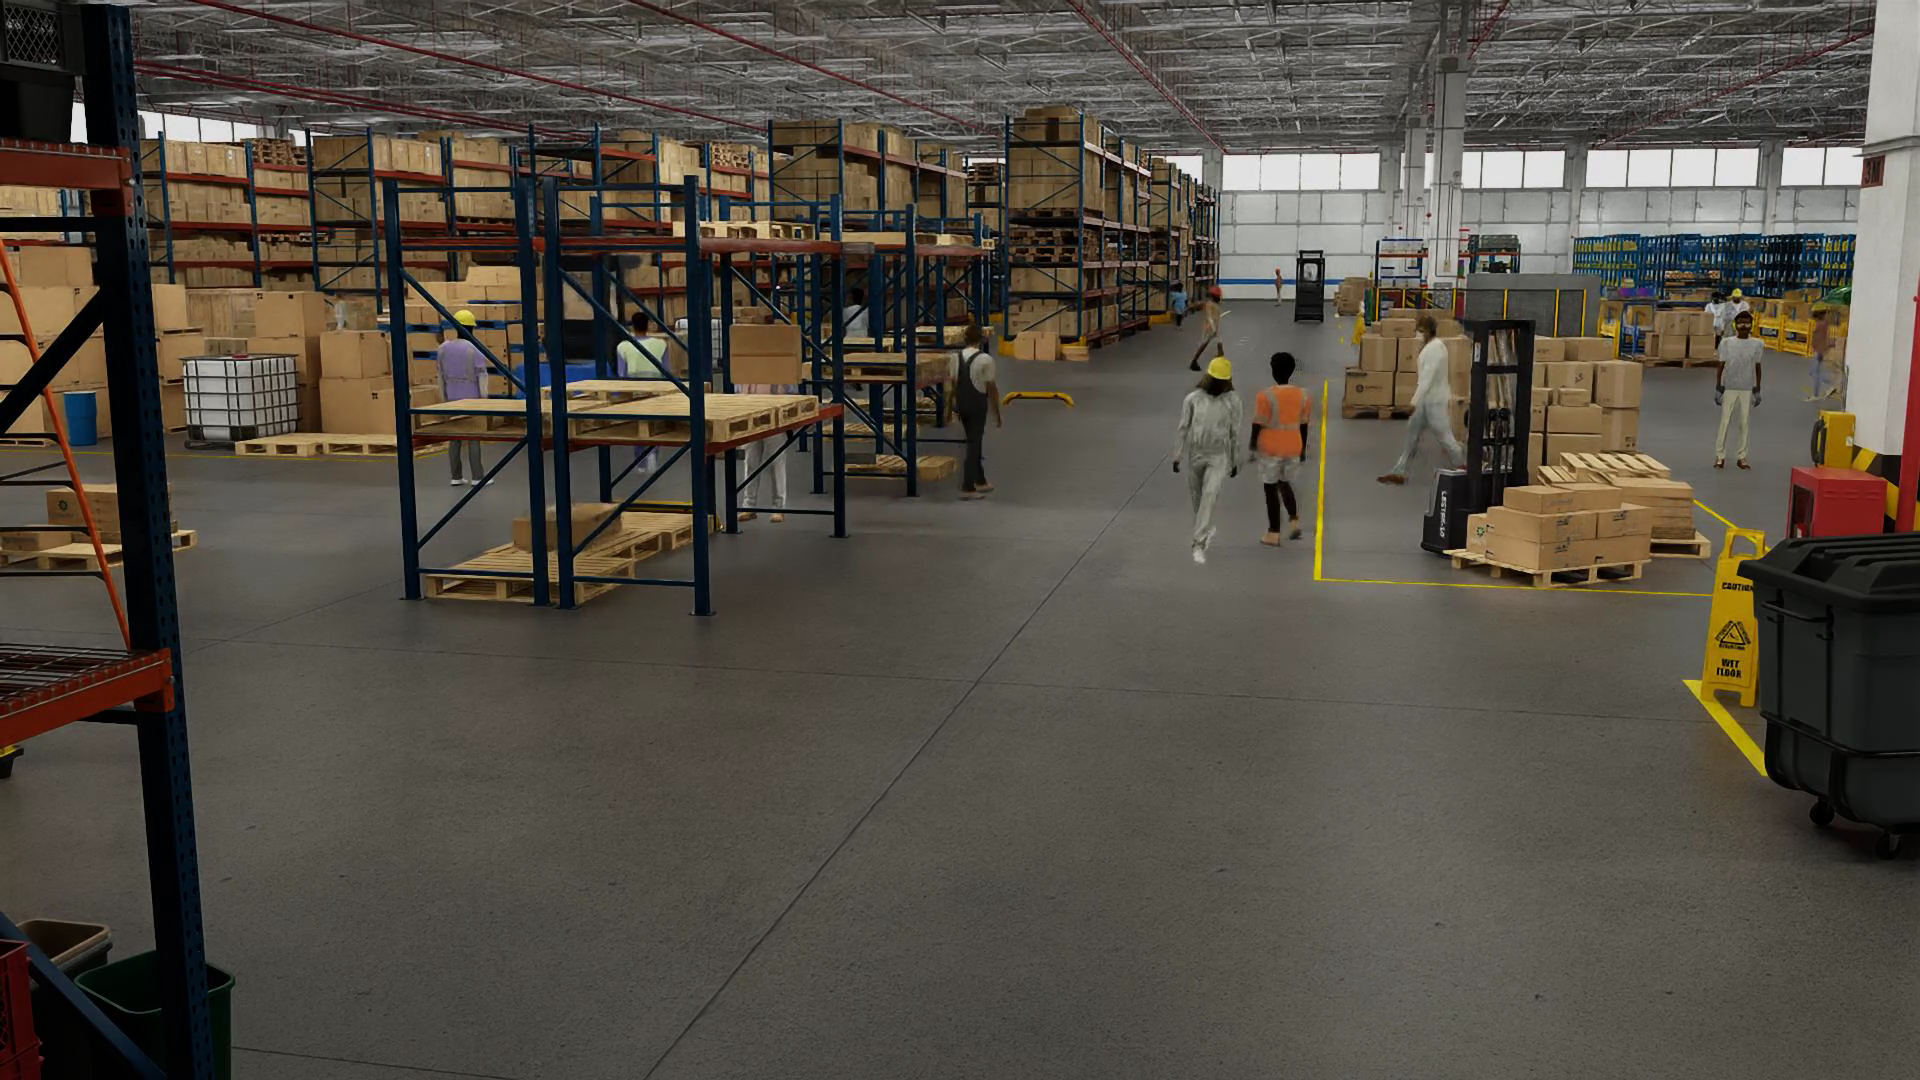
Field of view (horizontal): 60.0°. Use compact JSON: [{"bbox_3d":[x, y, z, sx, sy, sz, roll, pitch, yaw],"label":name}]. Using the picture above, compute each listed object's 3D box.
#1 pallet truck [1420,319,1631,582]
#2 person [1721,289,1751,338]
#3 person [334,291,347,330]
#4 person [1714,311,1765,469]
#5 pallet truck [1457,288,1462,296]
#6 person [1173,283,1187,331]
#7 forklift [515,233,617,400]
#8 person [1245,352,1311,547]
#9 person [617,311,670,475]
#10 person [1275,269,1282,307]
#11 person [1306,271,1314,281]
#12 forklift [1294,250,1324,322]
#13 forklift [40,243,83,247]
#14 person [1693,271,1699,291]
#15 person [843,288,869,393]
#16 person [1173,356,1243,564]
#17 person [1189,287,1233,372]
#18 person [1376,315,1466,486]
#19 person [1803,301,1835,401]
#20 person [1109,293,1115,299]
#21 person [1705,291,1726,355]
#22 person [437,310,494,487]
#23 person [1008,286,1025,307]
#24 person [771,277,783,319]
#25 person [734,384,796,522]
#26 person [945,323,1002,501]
[{"bbox_3d":[4.543,-0.757,13.299,0.823,1.965,1.885,-4,10,-22],"label":"pallet truck"},{"bbox_3d":[18.049,-4.933,38.684,0.606,1.781,0.948,2,10,10],"label":"person"},{"bbox_3d":[-16.422,-5.745,43.933,0.511,1.617,0.527,-7,12,-36],"label":"person"},{"bbox_3d":[9.203,-1.770,19.660,0.513,1.876,0.328,3,10,16],"label":"person"},{"bbox_3d":[20.506,-9.785,68.819,0.653,1.274,1.630,2,10,12],"label":"pallet truck"},{"bbox_3d":[7.557,-8.036,57.336,0.535,1.681,0.638,-2,10,-14],"label":"person"},{"bbox_3d":[-5.221,-2.781,22.673,1.129,2.768,1.873,2,10,12],"label":"forklift"},{"bbox_3d":[2.741,-0.777,14.330,0.540,1.685,0.359,-4,11,-24],"label":"person"},{"bbox_3d":[-3.631,-1.688,19.134,0.595,1.894,0.794,-1,10,-6],"label":"person"},{"bbox_3d":[16.665,-13.217,87.136,0.414,1.985,0.611,1,10,6],"label":"person"},{"bbox_3d":[19.725,-14.300,94.040,0.817,1.815,0.636,-2,10,-14],"label":"person"},{"bbox_3d":[13.778,-10.002,65.433,1.129,2.768,1.873,2,10,12],"label":"forklift"},{"bbox_3d":[-19.961,-5.227,37.157,1.873,2.768,1.129,2,10,12],"label":"forklift"},{"bbox_3d":[39.182,-13.386,88.588,0.581,1.825,0.583,4,11,24],"label":"person"},{"bbox_3d":[-1.855,-3.732,31.076,0.613,1.943,0.672,3,10,20],"label":"person"},{"bbox_3d":[2.071,-0.693,13.836,0.546,1.694,0.818,2,10,13],"label":"person"},{"bbox_3d":[5.519,-4.629,36.594,1.030,1.890,0.540,9,13,44],"label":"person"},{"bbox_3d":[5.082,-1.478,17.938,0.982,1.883,0.628,1,10,5],"label":"person"},{"bbox_3d":[14.971,-3.276,28.959,0.423,1.755,0.522,4,10,23],"label":"person"},{"bbox_3d":[6.466,-10.239,70.523,0.274,1.632,0.507,-2,10,-12],"label":"person"},{"bbox_3d":[19.140,-5.467,42.154,0.537,1.679,0.705,3,10,19],"label":"person"},{"bbox_3d":[-5.397,-1.542,18.164,0.593,1.922,0.383,3,10,17],"label":"person"},{"bbox_3d":[1.920,-8.171,57.822,0.662,1.803,0.846,-1,10,-4],"label":"person"},{"bbox_3d":[-5.962,-7.589,53.992,0.392,1.919,0.591,-3,10,-19],"label":"person"},{"bbox_3d":[-1.852,-1.079,15.681,0.624,1.841,0.430,3,10,15],"label":"person"},{"bbox_3d":[0.176,-1.336,17.282,0.566,1.805,0.798,7,12,35],"label":"person"}]
